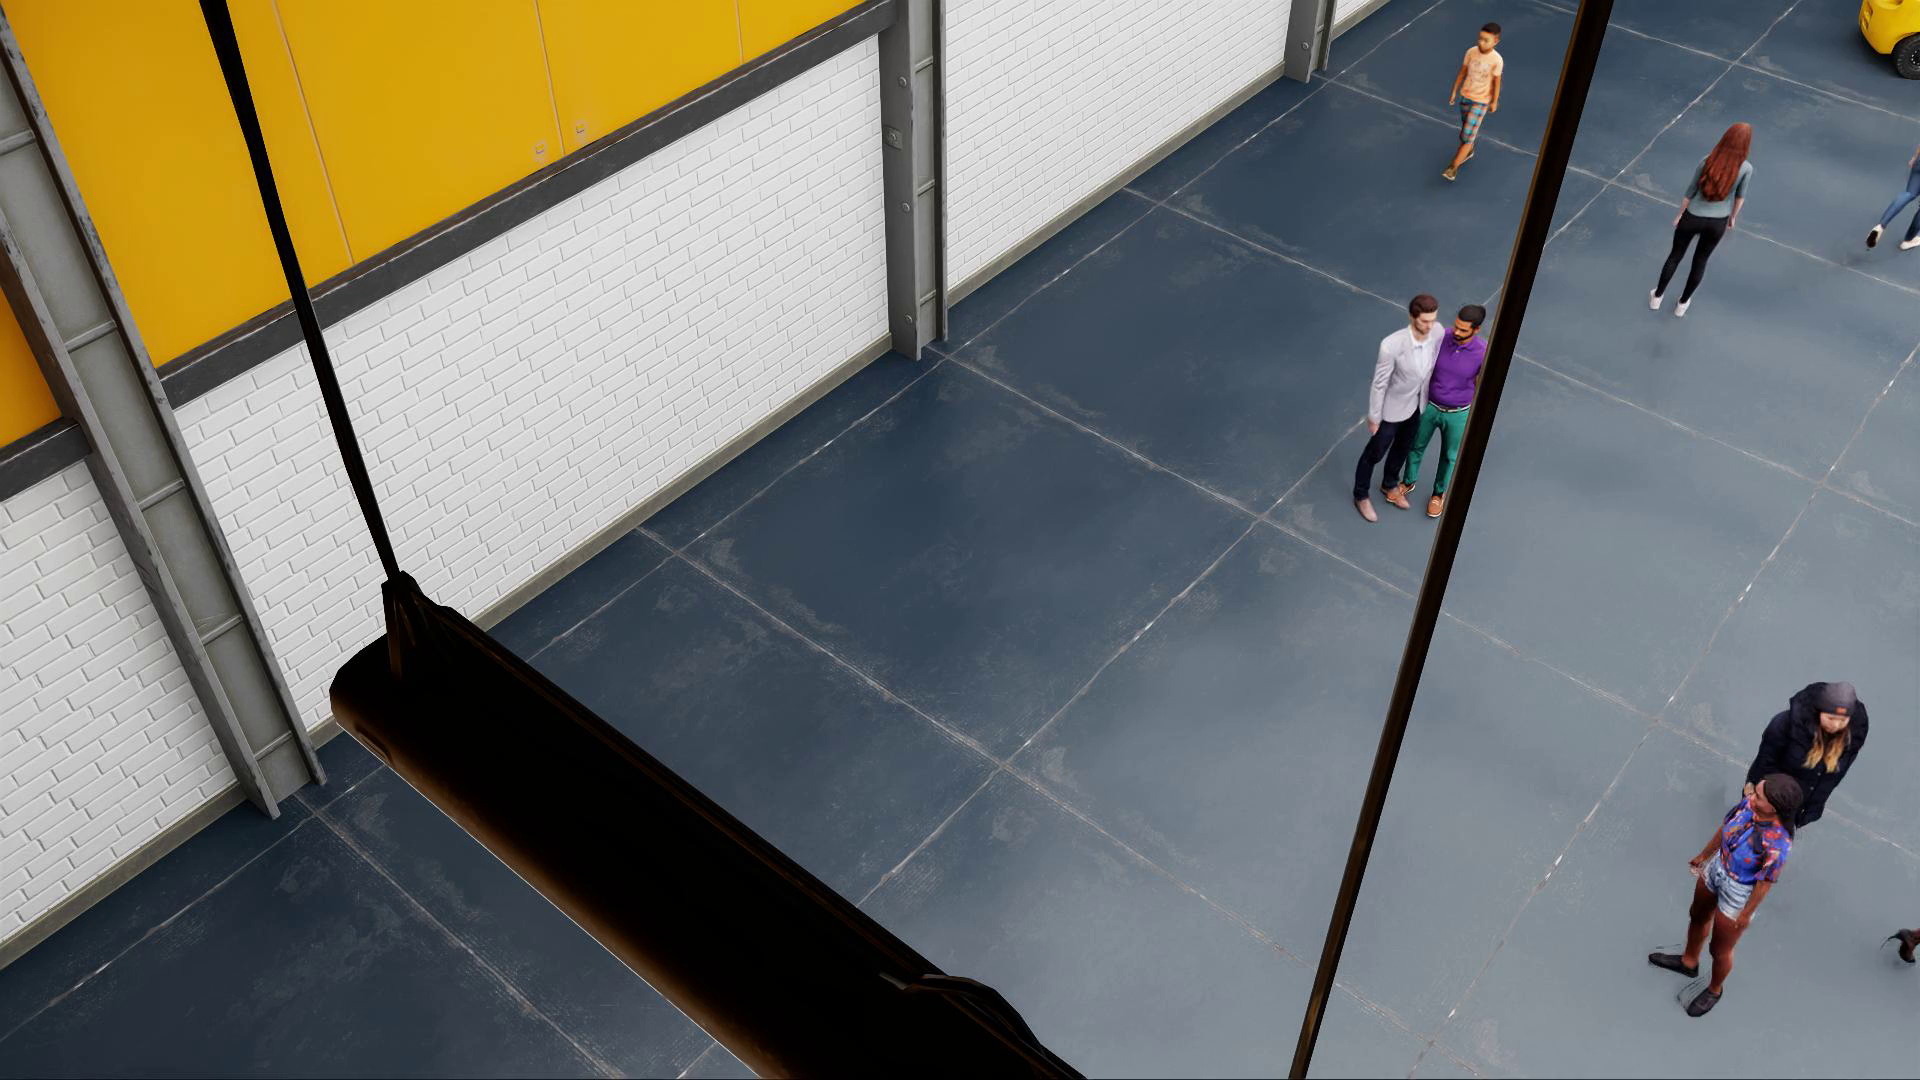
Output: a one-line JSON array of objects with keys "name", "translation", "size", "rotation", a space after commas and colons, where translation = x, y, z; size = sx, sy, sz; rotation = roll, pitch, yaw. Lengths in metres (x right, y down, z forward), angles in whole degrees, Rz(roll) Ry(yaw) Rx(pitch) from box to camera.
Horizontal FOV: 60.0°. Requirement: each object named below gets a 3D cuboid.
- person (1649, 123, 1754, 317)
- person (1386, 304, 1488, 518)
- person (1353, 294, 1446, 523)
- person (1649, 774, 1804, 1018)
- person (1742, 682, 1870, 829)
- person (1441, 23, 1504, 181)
[{"name": "person", "translation": [6.000, -2.539, 13.381], "size": [0.708, 1.737, 0.713], "rotation": [13, 45, 13]}, {"name": "person", "translation": [3.414, -0.943, 11.684], "size": [0.641, 1.766, 0.582], "rotation": [24, 49, 23]}, {"name": "person", "translation": [3.093, -0.972, 11.656], "size": [0.702, 1.847, 0.838], "rotation": [-17, 46, -17]}, {"name": "person", "translation": [4.105, 1.834, 8.788], "size": [0.783, 1.741, 0.710], "rotation": [-8, 44, -9]}, {"name": "person", "translation": [4.665, 1.308, 9.397], "size": [0.917, 1.662, 1.016], "rotation": [5, 44, 5]}, {"name": "person", "translation": [4.739, -4.046, 15.185], "size": [0.604, 1.432, 0.969], "rotation": [34, 53, 31]}]
